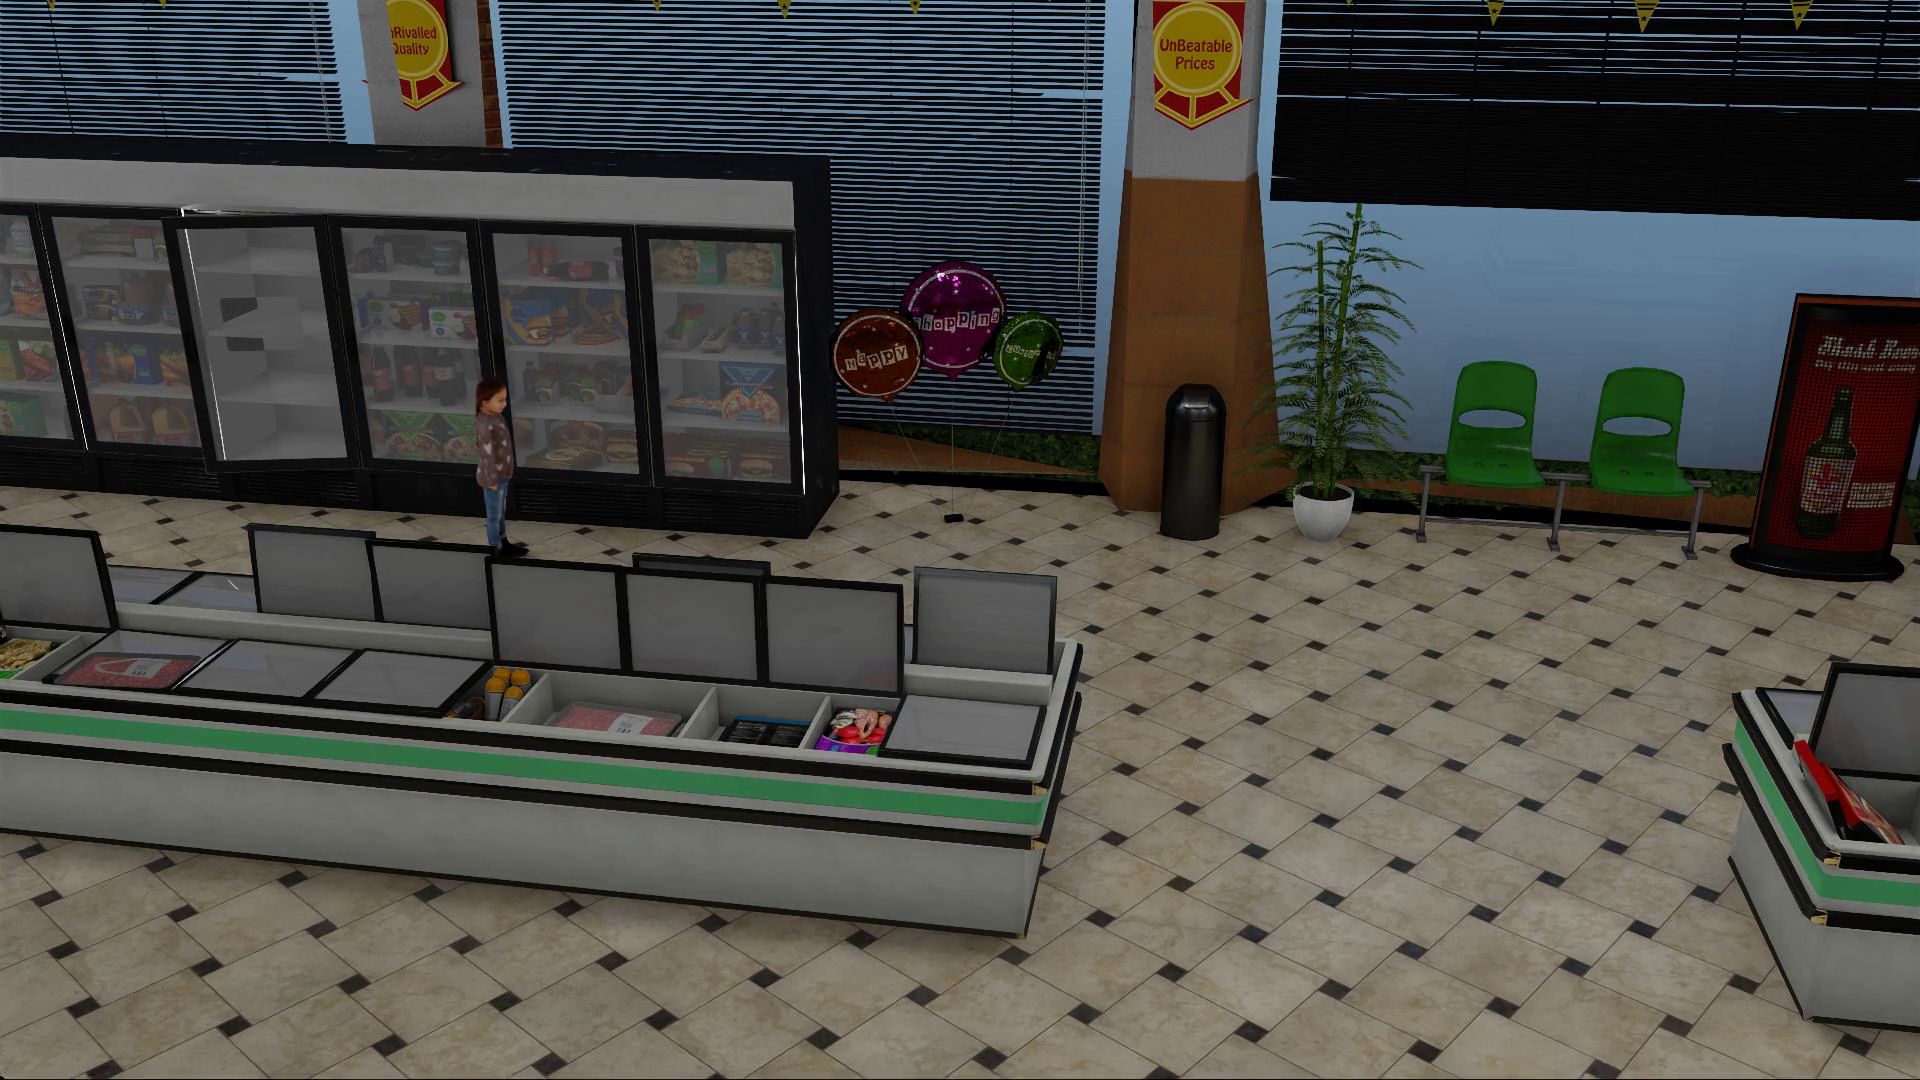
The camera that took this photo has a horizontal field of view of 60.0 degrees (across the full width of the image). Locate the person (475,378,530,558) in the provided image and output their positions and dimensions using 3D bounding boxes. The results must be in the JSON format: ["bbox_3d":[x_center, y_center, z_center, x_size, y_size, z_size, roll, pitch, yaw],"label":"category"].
[{"bbox_3d":[-2.856,-0.421,10.198,0.511,1.189,0.518,0,22,-1],"label":"person"}]
